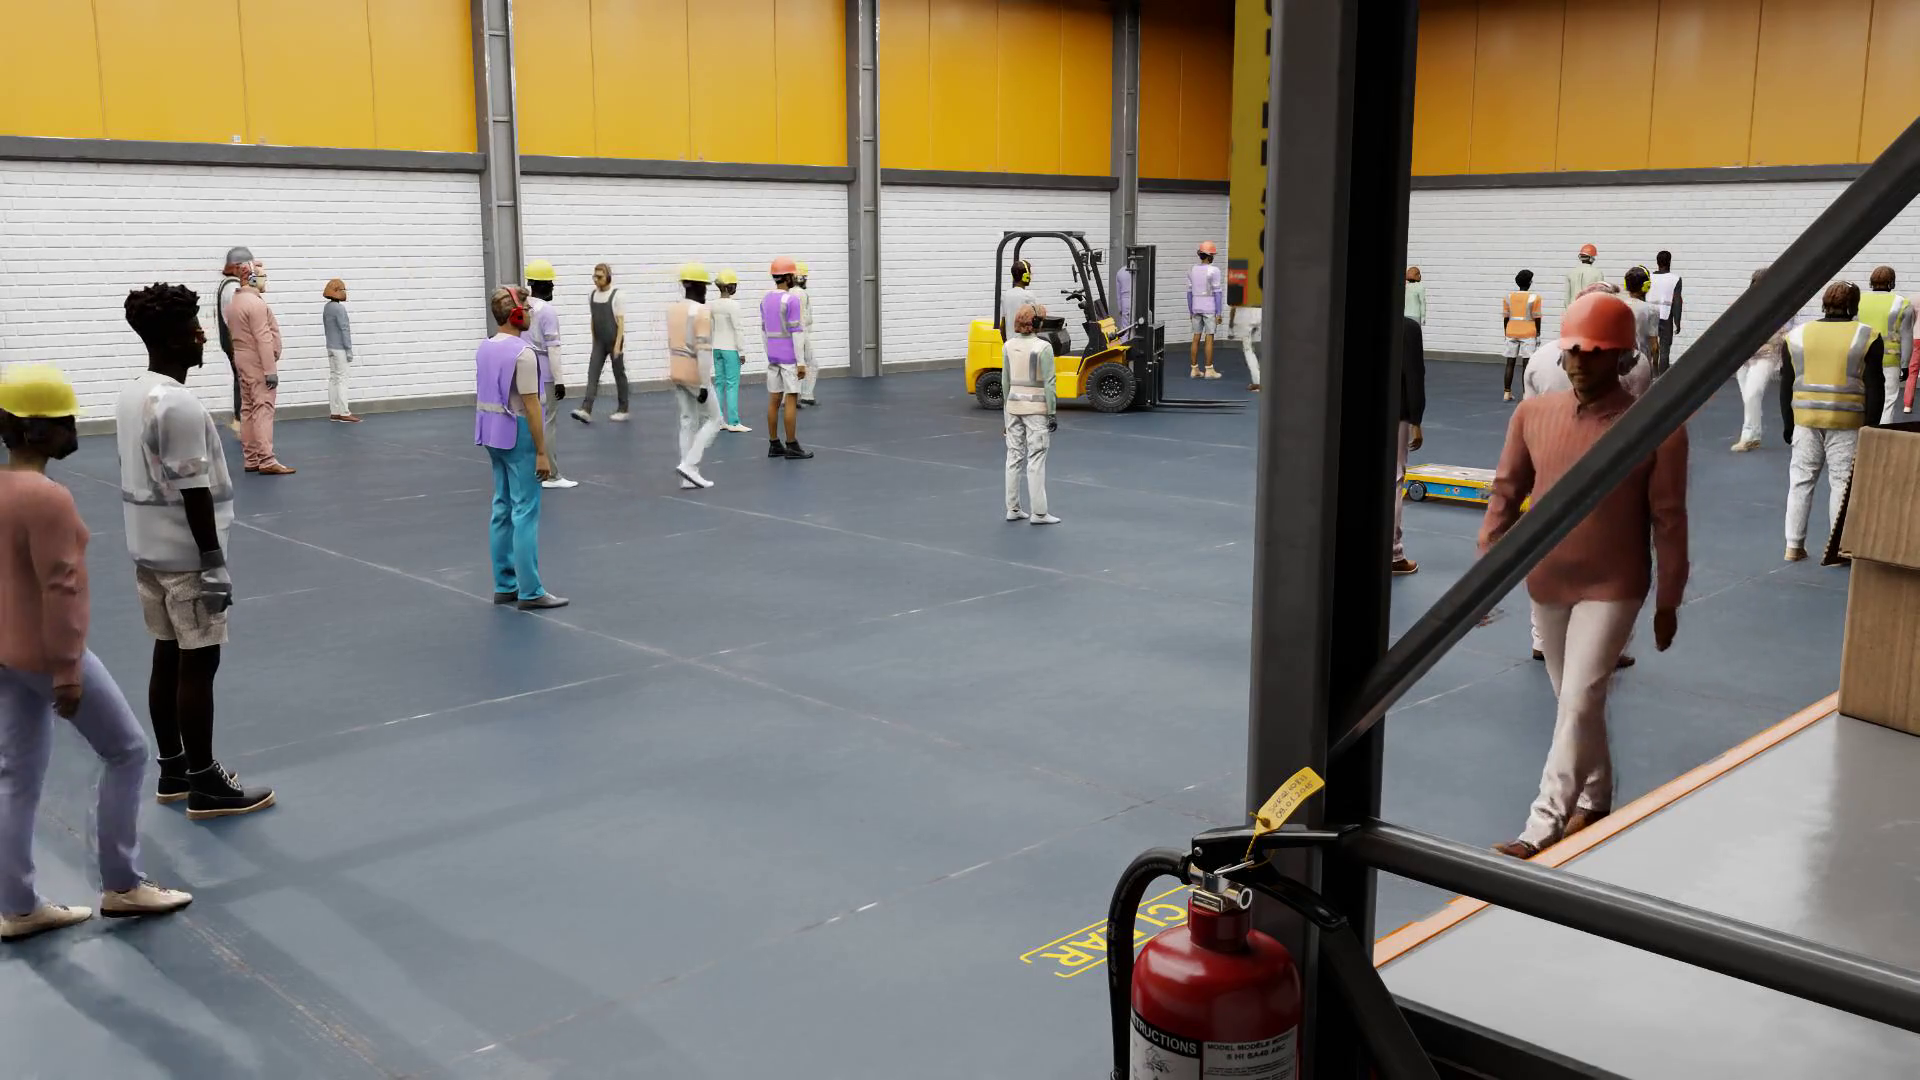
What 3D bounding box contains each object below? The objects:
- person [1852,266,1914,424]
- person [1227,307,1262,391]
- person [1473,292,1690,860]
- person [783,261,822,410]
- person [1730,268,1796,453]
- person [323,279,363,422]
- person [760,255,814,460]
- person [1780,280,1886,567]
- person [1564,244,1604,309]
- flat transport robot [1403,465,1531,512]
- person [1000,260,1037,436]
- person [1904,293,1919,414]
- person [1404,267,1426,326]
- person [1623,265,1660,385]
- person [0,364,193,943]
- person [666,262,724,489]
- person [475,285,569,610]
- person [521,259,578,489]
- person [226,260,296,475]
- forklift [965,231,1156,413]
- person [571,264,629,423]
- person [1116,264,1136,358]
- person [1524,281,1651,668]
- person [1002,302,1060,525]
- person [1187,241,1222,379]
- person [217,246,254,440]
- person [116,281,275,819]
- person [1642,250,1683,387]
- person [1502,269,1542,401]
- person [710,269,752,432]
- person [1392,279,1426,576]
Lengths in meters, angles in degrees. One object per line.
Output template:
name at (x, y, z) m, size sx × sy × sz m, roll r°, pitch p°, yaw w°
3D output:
person at (8.728, -1.680, 15.843) m, size 0.429 × 1.846 × 0.626 m, roll -10°, pitch 15°, yaw -44°
person at (3.953, -2.947, 22.814) m, size 0.614 × 1.814 × 0.449 m, roll -8°, pitch 13°, yaw -38°
person at (2.012, 0.160, 5.531) m, size 1.036 × 1.938 × 0.620 m, roll -8°, pitch 13°, yaw -38°
person at (-1.930, -2.485, 20.313) m, size 0.600 × 1.809 × 0.622 m, roll -7°, pitch 13°, yaw -34°
person at (7.780, -1.765, 16.411) m, size 0.768 × 1.811 × 0.643 m, roll -5°, pitch 12°, yaw -27°
person at (-7.110, -2.167, 19.074) m, size 0.282 × 1.633 × 0.500 m, roll -10°, pitch 15°, yaw -44°
person at (-1.665, -1.739, 15.899) m, size 0.350 × 1.942 × 0.545 m, roll -10°, pitch 15°, yaw -44°
person at (5.644, -0.750, 10.782) m, size 0.429 × 1.844 × 0.626 m, roll -10°, pitch 15°, yaw -44°
person at (9.512, -3.497, 25.338) m, size 0.379 × 1.995 × 0.612 m, roll -10°, pitch 15°, yaw -44°
flat transport robot at (4.113, -0.433, 13.337) m, size 0.652 × 0.197 × 1.431 m, roll -10°, pitch 14°, yaw -44°
person at (0.651, -2.023, 17.643) m, size 0.328 × 1.872 × 0.513 m, roll -10°, pitch 15°, yaw -44°
person at (11.539, -2.373, 19.829) m, size 0.305 × 1.772 × 0.525 m, roll -10°, pitch 15°, yaw -44°
person at (7.232, -3.553, 26.630) m, size 0.282 × 1.633 × 0.500 m, roll -10°, pitch 15°, yaw -44°
person at (5.859, -1.449, 14.511) m, size 0.328 × 1.872 × 0.513 m, roll -10°, pitch 15°, yaw -44°
person at (-2.709, 0.337, 5.092) m, size 0.550 × 1.743 × 0.647 m, roll 8°, pitch 13°, yaw 38°
person at (-2.230, -1.368, 13.961) m, size 0.582 × 1.909 × 0.409 m, roll 10°, pitch 14°, yaw 44°
person at (-2.547, -0.520, 9.501) m, size 0.389 × 1.850 × 0.566 m, roll -10°, pitch 15°, yaw -44°
person at (-3.524, -1.394, 14.056) m, size 0.367 × 1.927 × 0.587 m, roll -10°, pitch 15°, yaw -44°
person at (-6.266, -1.534, 14.876) m, size 0.409 × 1.909 × 0.642 m, roll -10°, pitch 15°, yaw -44°
forklift at (1.222, -2.721, 20.561) m, size 2.313 × 2.155 × 1.214 m, roll 2°, pitch 11°, yaw 13°
person at (-4.072, -2.213, 18.867) m, size 0.536 × 1.798 × 0.934 m, roll 5°, pitch 11°, yaw 23°
person at (2.860, -3.796, 27.212) m, size 0.409 × 1.909 × 0.642 m, roll -10°, pitch 15°, yaw -44°
person at (3.109, -0.315, 8.228) m, size 0.409 × 1.909 × 0.642 m, roll -10°, pitch 15°, yaw -44°
person at (0.513, -0.930, 12.309) m, size 0.308 × 1.641 × 0.514 m, roll -10°, pitch 15°, yaw -44°
person at (3.662, -3.422, 24.799) m, size 0.375 × 2.044 × 0.607 m, roll -10°, pitch 15°, yaw -44°
person at (-7.376, -2.035, 17.240) m, size 0.539 × 2.000 × 0.688 m, roll -7°, pitch 13°, yaw -34°
person at (-2.851, 0.042, 6.118) m, size 0.367 × 1.966 × 0.606 m, roll -10°, pitch 15°, yaw -44°
person at (9.716, -3.049, 23.100) m, size 0.392 × 1.922 × 0.592 m, roll -10°, pitch 15°, yaw -44°
person at (7.197, -2.609, 21.304) m, size 0.318 × 1.700 × 0.535 m, roll -10°, pitch 15°, yaw -44°
person at (-2.515, -2.053, 18.080) m, size 0.305 × 1.772 × 0.525 m, roll -10°, pitch 15°, yaw -44°
person at (2.646, -0.771, 10.467) m, size 0.375 × 1.997 × 0.612 m, roll -10°, pitch 15°, yaw -44°
